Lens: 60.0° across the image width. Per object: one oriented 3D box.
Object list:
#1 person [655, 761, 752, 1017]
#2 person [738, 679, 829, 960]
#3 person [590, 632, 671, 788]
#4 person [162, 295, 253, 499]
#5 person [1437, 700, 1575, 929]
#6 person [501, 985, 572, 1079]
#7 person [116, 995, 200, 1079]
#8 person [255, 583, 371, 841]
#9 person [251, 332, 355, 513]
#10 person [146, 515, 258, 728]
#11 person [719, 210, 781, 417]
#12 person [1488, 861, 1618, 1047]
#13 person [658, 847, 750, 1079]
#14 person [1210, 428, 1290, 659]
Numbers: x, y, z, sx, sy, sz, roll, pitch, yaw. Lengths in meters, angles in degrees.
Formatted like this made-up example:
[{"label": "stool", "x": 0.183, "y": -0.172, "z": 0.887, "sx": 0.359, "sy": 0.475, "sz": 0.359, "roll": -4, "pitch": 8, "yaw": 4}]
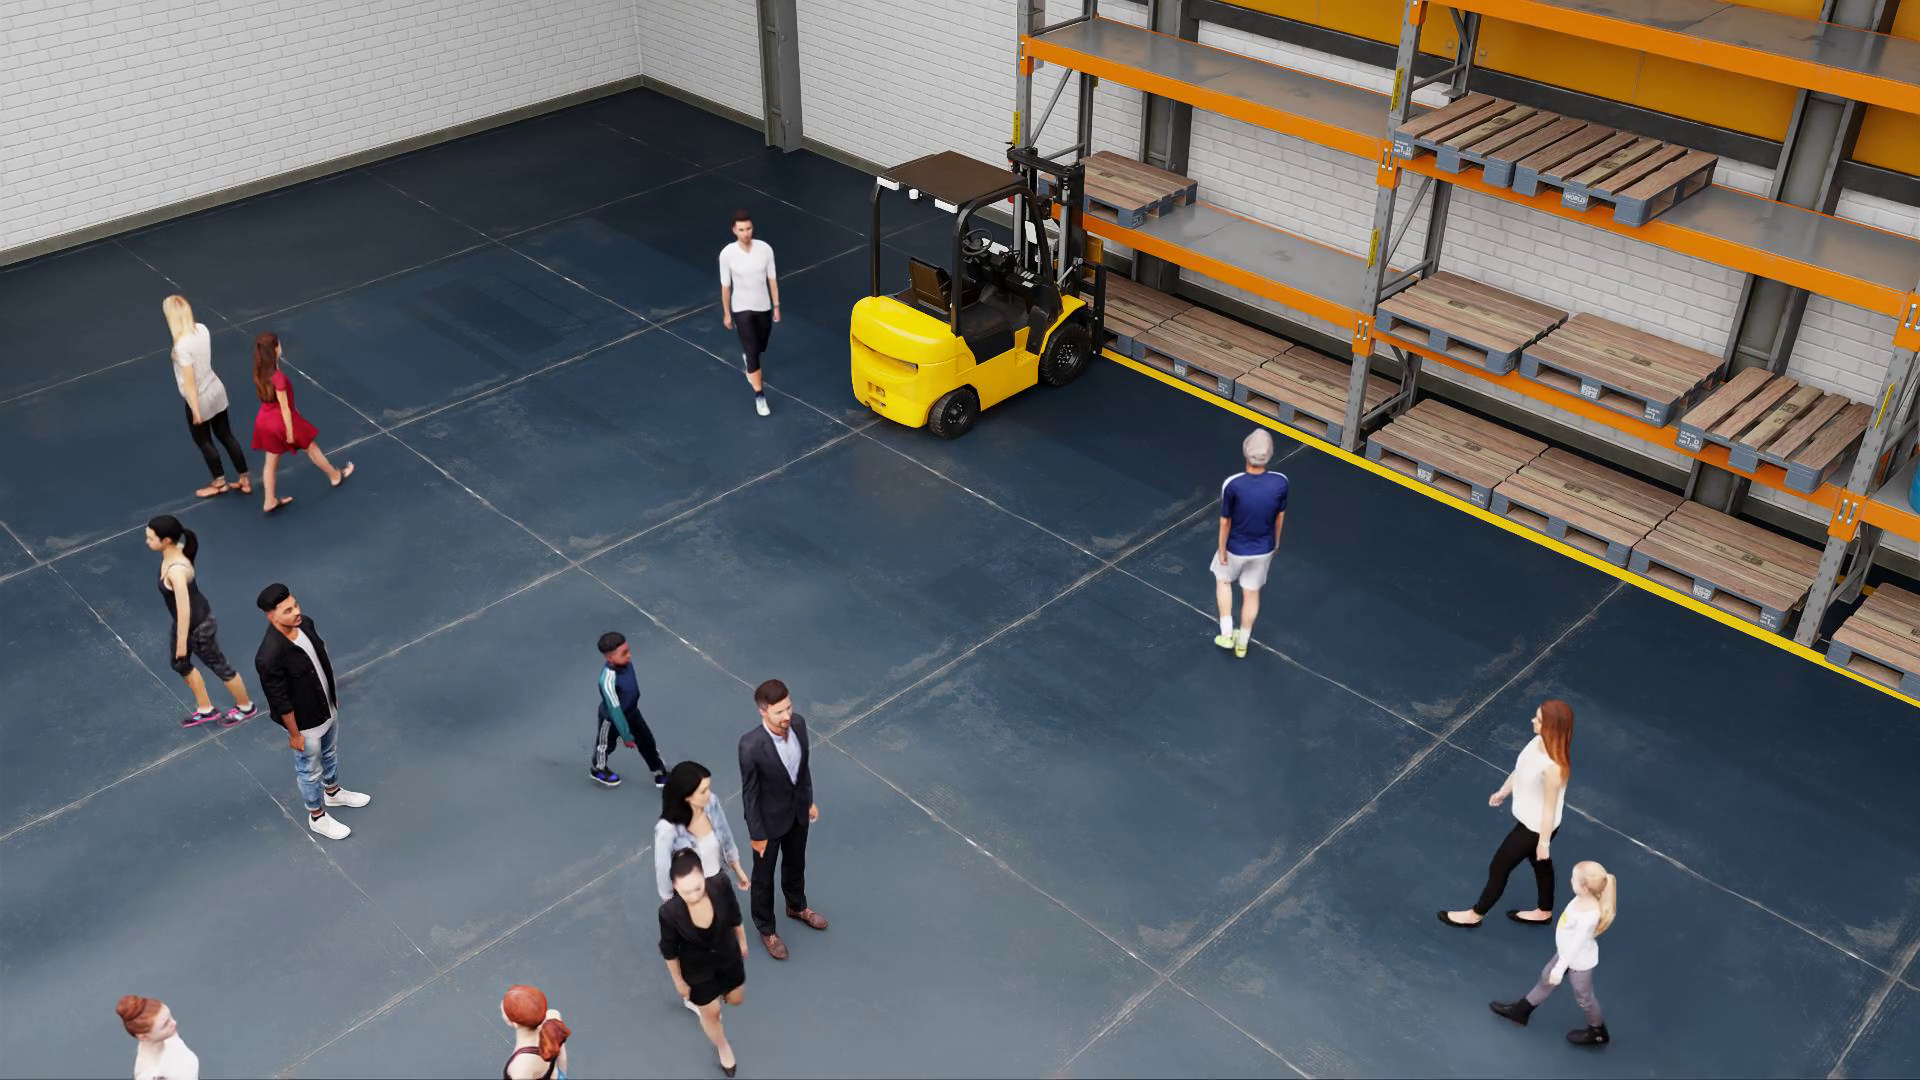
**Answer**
[{"label": "person", "x": -1.488, "y": 1.865, "z": 9.145, "sx": 0.836, "sy": 1.689, "sz": 0.700, "roll": 24, "pitch": 40, "yaw": 31}, {"label": "person", "x": -1.021, "y": 1.552, "z": 9.456, "sx": 0.590, "sy": 1.868, "sz": 0.640, "roll": 26, "pitch": 42, "yaw": 34}, {"label": "person", "x": -2.245, "y": 1.113, "z": 10.694, "sx": 0.943, "sy": 1.227, "sz": 0.726, "roll": 12, "pitch": 35, "yaw": 17}, {"label": "person", "x": -6.103, "y": -1.146, "z": 13.568, "sx": 0.881, "sy": 1.809, "sz": 0.826, "roll": 5, "pitch": 34, "yaw": 8}, {"label": "person", "x": 3.383, "y": 1.611, "z": 9.523, "sx": 1.010, "sy": 1.696, "sz": 0.868, "roll": 9, "pitch": 35, "yaw": 14}, {"label": "person", "x": -1.929, "y": 2.711, "z": 7.788, "sx": 0.724, "sy": 1.784, "sz": 0.681, "roll": 8, "pitch": 34, "yaw": 11}, {"label": "person", "x": -3.617, "y": 2.758, "z": 7.713, "sx": 0.709, "sy": 1.788, "sz": 0.625, "roll": -6, "pitch": 34, "yaw": -8}, {"label": "person", "x": -4.061, "y": 1.027, "z": 10.293, "sx": 0.815, "sy": 1.814, "sz": 0.786, "roll": 4, "pitch": 34, "yaw": 7}, {"label": "person", "x": -5.585, "y": -0.914, "z": 13.501, "sx": 1.014, "sy": 1.498, "sz": 0.717, "roll": 22, "pitch": 39, "yaw": 29}, {"label": "person", "x": -5.006, "y": 0.541, "z": 11.111, "sx": 0.753, "sy": 1.720, "sz": 0.741, "roll": -16, "pitch": 37, "yaw": -23}, {"label": "person", "x": -1.897, "y": -2.114, "z": 15.011, "sx": 0.973, "sy": 1.823, "sz": 1.243, "roll": -12, "pitch": 36, "yaw": -18}, {"label": "person", "x": 3.381, "y": 2.265, "z": 8.944, "sx": 0.949, "sy": 1.247, "sz": 0.749, "roll": 10, "pitch": 35, "yaw": 15}, {"label": "person", "x": -1.356, "y": 2.164, "z": 8.713, "sx": 0.737, "sy": 1.670, "sz": 0.880, "roll": -25, "pitch": 41, "yaw": -32}, {"label": "person", "x": 2.046, "y": 0.084, "z": 11.703, "sx": 0.779, "sy": 1.825, "sz": 0.837, "roll": -1, "pitch": 34, "yaw": -2}]
